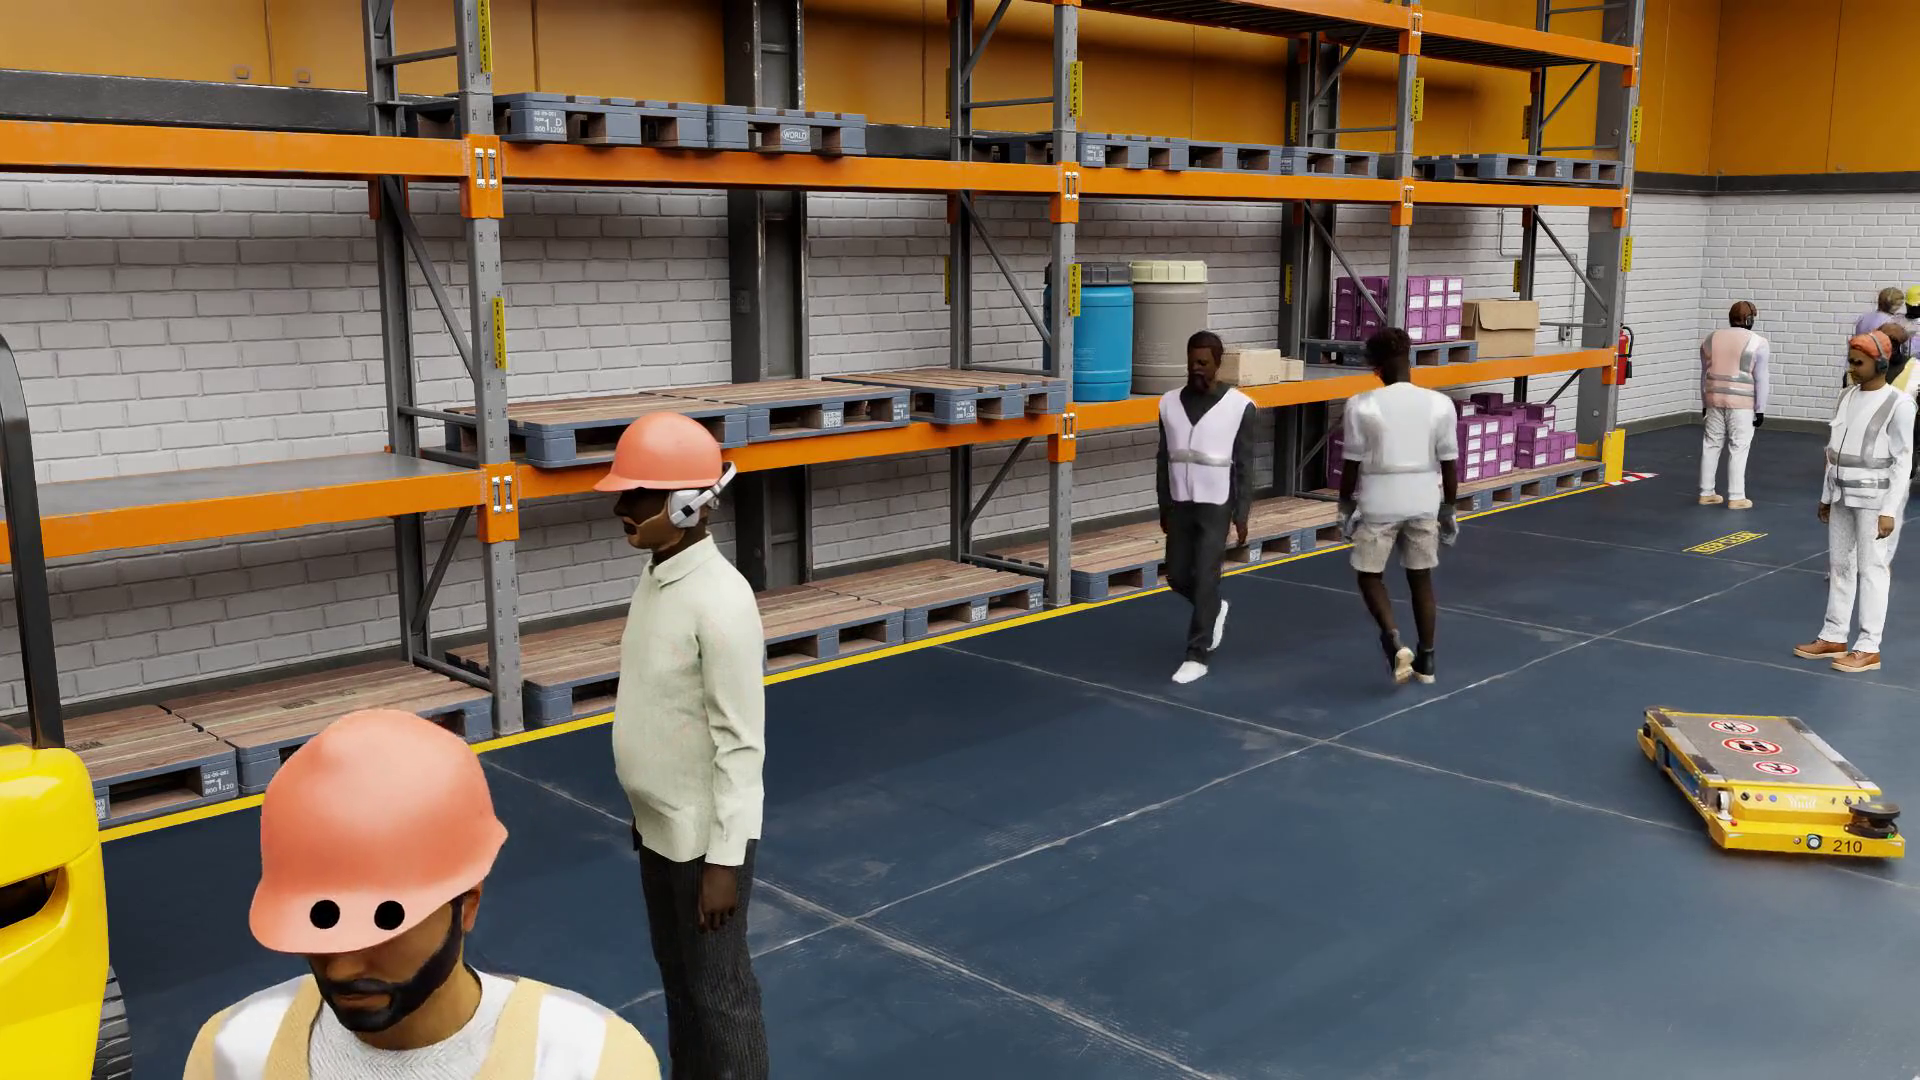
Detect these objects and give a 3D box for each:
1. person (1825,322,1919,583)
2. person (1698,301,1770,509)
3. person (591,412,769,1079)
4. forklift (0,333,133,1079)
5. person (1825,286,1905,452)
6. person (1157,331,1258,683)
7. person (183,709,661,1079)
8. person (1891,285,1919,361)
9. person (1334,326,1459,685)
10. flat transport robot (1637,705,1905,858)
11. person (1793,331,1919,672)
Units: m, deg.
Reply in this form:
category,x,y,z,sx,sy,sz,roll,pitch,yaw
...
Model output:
category,x,y,z,sx,sy,sz,roll,pitch,yaw
person,6.286,-0.575,11.402,0.627,1.804,0.864,9,14,41
person,6.855,-1.194,14.738,0.431,1.836,0.618,-8,13,-36
person,-0.669,0.682,4.049,0.382,1.995,0.612,-6,12,-30
forklift,-3.289,0.485,4.582,1.214,2.155,2.313,-10,14,-44
person,9.024,-1.565,16.548,0.664,1.913,0.648,-1,10,-4
person,1.355,-0.200,9.121,0.595,1.902,0.668,8,13,35
person,-0.624,1.131,1.813,0.559,1.920,0.589,2,11,11
person,10.230,-1.793,17.856,0.640,1.887,0.773,8,13,38
person,2.349,-0.163,8.839,0.663,1.931,0.657,-1,10,-7
flat transport robot,3.391,0.991,7.067,0.652,0.197,1.431,2,11,9
person,4.992,-0.214,9.233,0.355,1.887,0.574,-2,11,-10
